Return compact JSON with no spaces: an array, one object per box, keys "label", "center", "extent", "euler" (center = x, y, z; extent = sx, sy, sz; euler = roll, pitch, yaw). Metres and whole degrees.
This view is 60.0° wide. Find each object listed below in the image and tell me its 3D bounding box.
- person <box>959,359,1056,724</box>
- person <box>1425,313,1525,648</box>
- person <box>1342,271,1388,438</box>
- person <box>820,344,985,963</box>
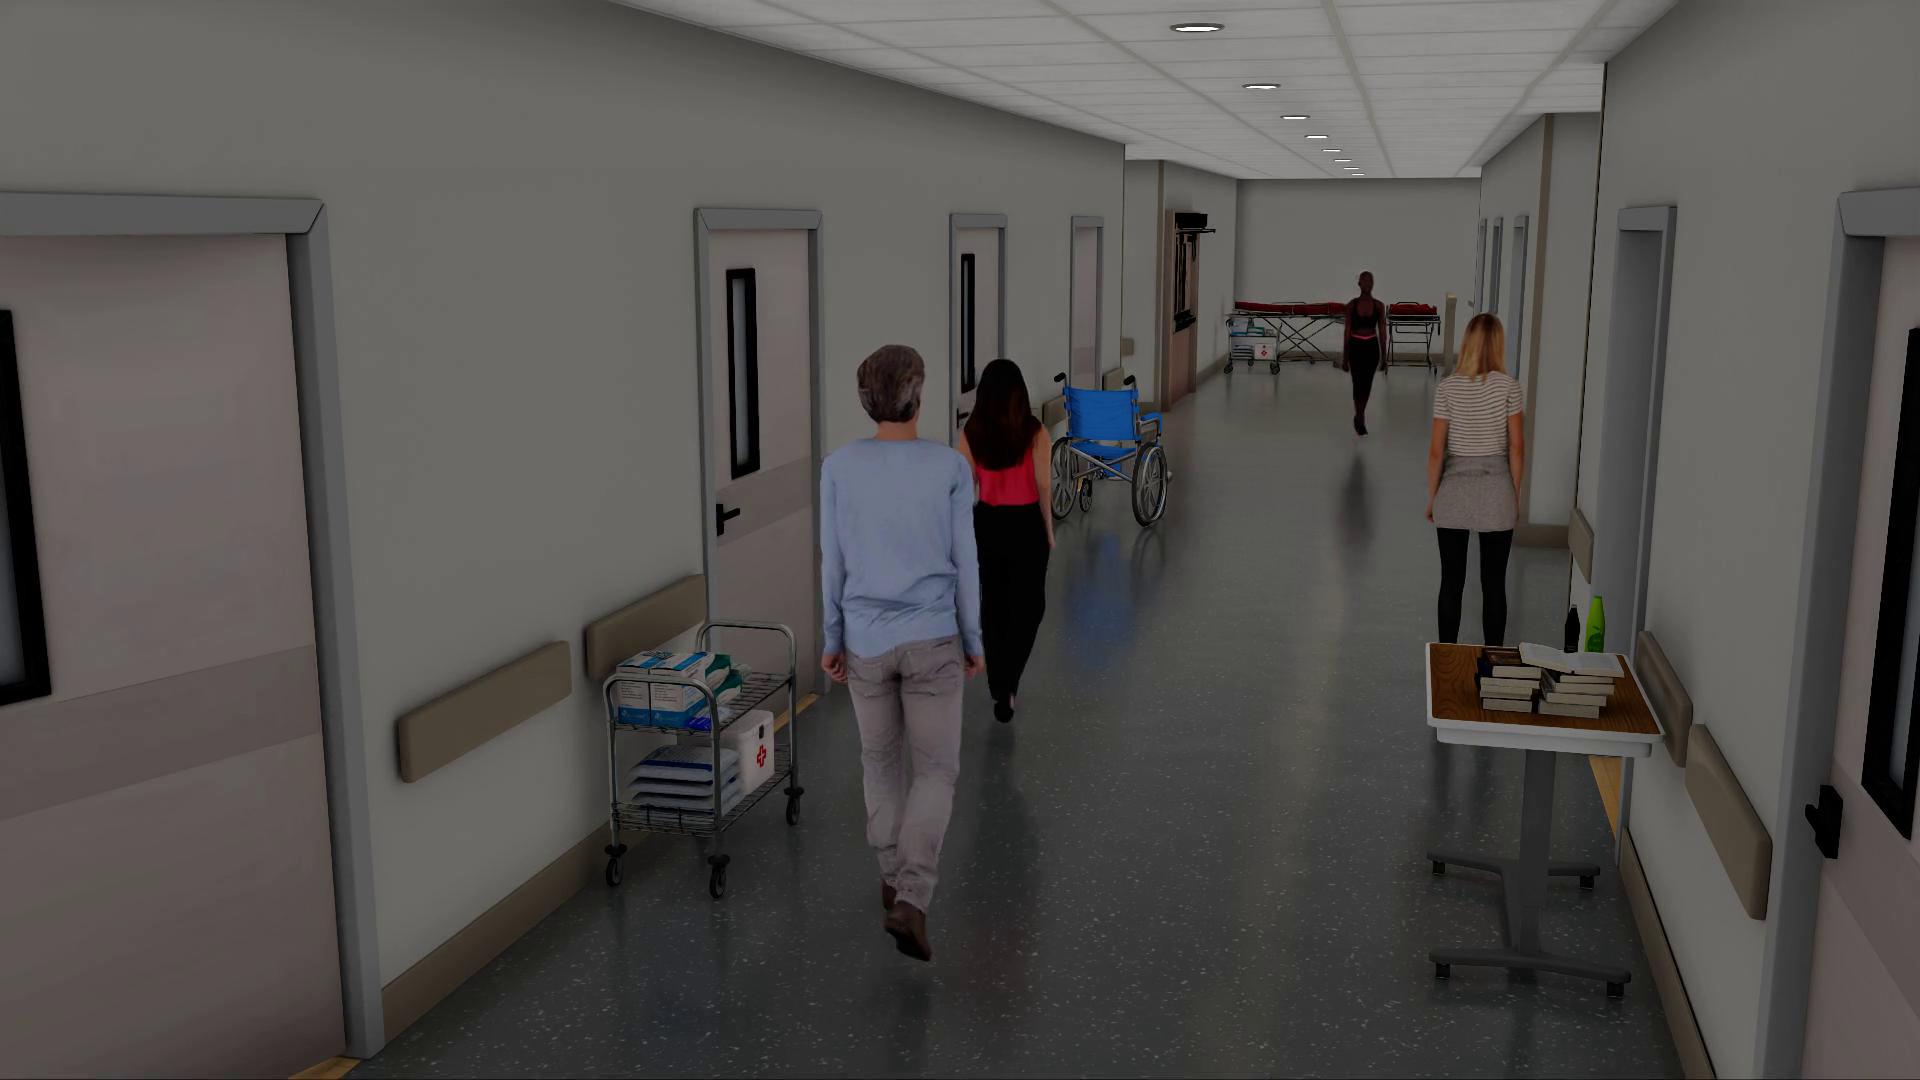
[{"label":"person","center":[0.211,0.030,7.488],"extent":[0.617,1.631,1.016],"euler":[4,11,18]},{"label":"person","center":[2.514,-0.189,8.118],"extent":[0.622,1.826,0.547],"euler":[4,11,19]},{"label":"person","center":[4.307,-1.963,17.760],"extent":[0.762,1.716,1.222],"euler":[1,11,4]},{"label":"person","center":[-0.185,0.365,5.096],"extent":[0.725,1.864,1.178],"euler":[2,11,11]}]
